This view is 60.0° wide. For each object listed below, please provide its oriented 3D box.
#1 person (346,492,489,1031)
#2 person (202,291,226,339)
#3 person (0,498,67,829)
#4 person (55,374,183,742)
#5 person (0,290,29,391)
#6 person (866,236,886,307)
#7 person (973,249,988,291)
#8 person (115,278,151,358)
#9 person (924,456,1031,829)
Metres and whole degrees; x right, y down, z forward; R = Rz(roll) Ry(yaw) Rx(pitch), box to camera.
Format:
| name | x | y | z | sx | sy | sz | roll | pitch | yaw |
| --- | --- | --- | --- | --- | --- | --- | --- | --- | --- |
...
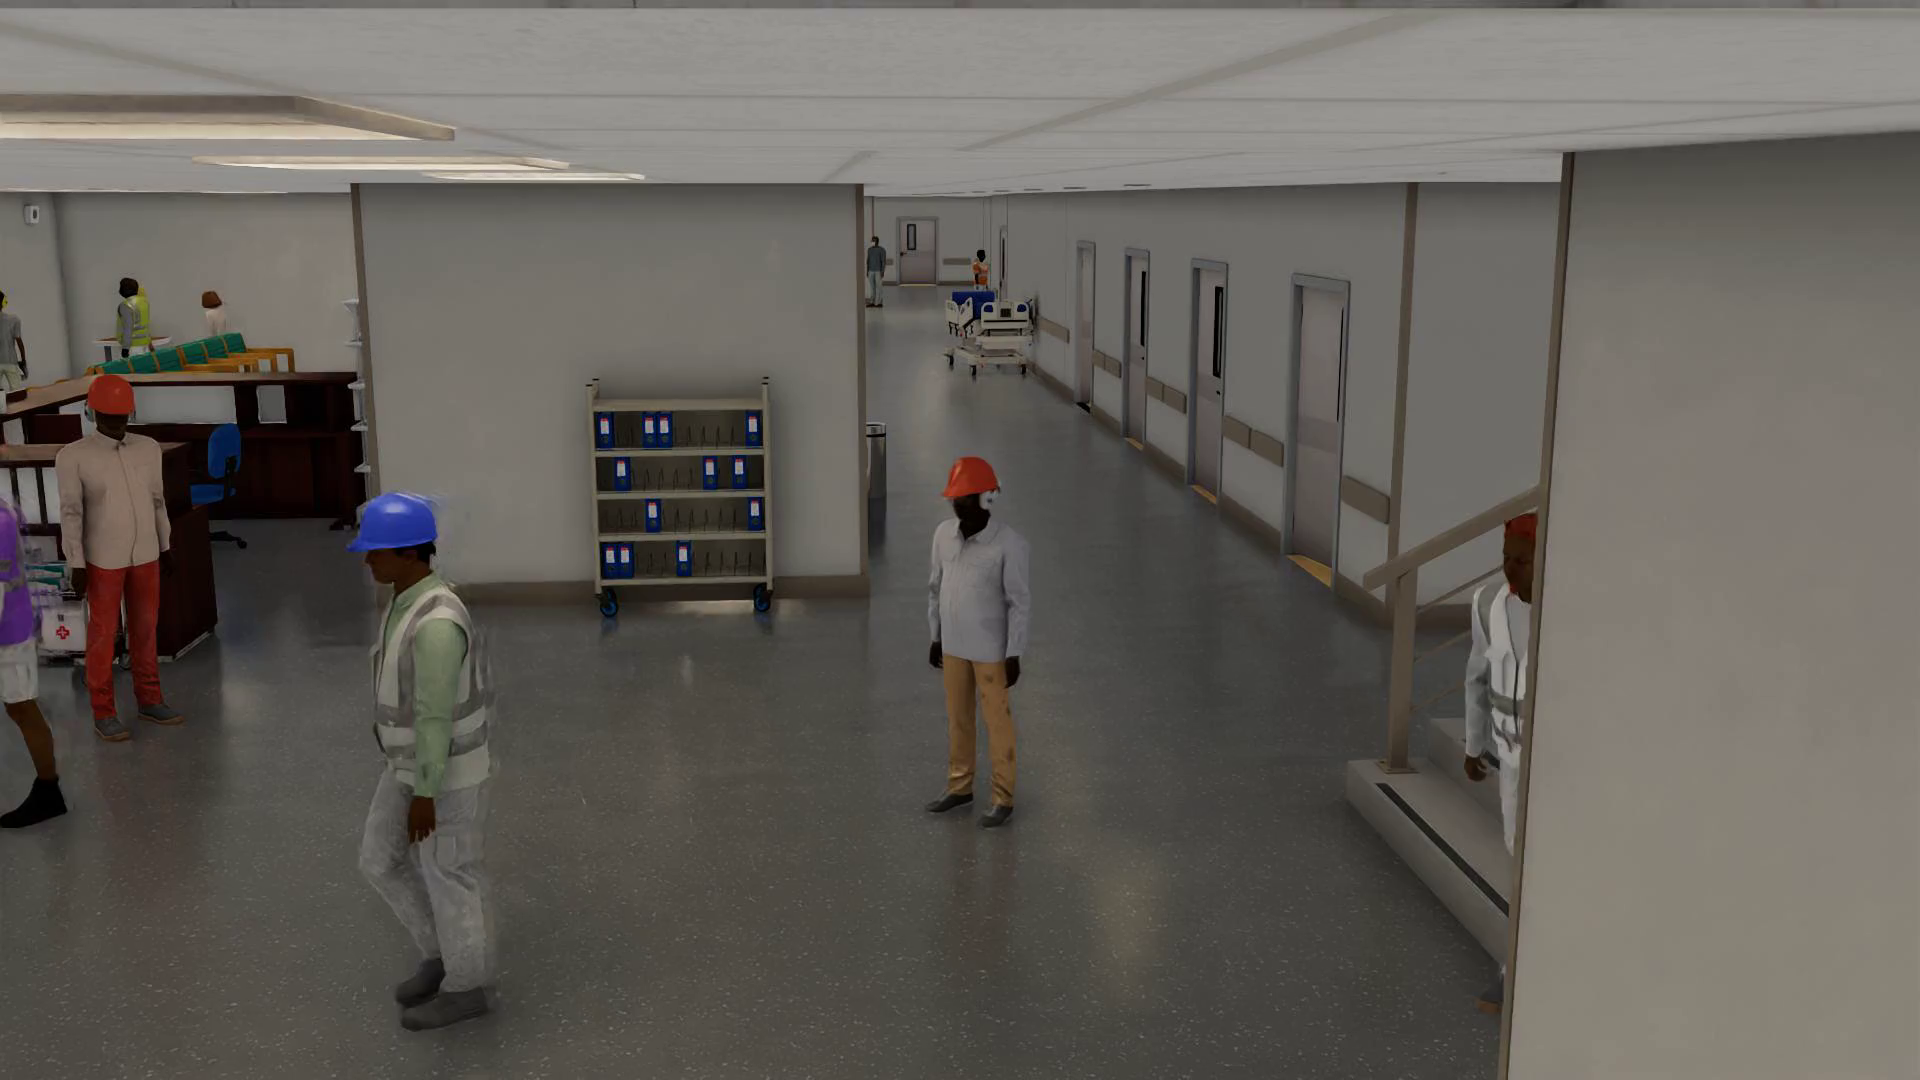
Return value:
| name | x | y | z | sx | sy | sz | roll | pitch | yaw |
| --- | --- | --- | --- | --- | --- | --- | --- | --- | --- |
| person | -1.876 | 0.787 | 5.799 | 0.454 | 1.932 | 0.608 | -8 | 14 | -33 |
| person | -10.659 | -2.769 | 23.918 | 0.422 | 1.616 | 0.509 | 0 | 12 | 0 |
| person | -4.507 | 0.430 | 7.560 | 0.566 | 1.906 | 0.735 | 8 | 14 | 34 |
| person | -4.560 | 0.087 | 9.066 | 0.399 | 1.985 | 0.621 | 6 | 13 | 28 |
| person | -11.532 | -2.095 | 20.032 | 0.535 | 1.864 | 0.309 | -6 | 13 | -27 |
| person | -2.298 | -7.312 | 45.340 | 0.627 | 1.941 | 0.371 | 8 | 14 | 35 |
| person | 0.520 | -6.334 | 41.151 | 0.317 | 1.700 | 0.538 | 7 | 13 | 30 |
| person | -11.487 | -2.716 | 23.121 | 0.429 | 1.847 | 0.627 | 0 | 12 | -2 |
| person | 0.058 | 0.471 | 7.764 | 0.572 | 1.749 | 0.341 | 10 | 15 | 40 |
